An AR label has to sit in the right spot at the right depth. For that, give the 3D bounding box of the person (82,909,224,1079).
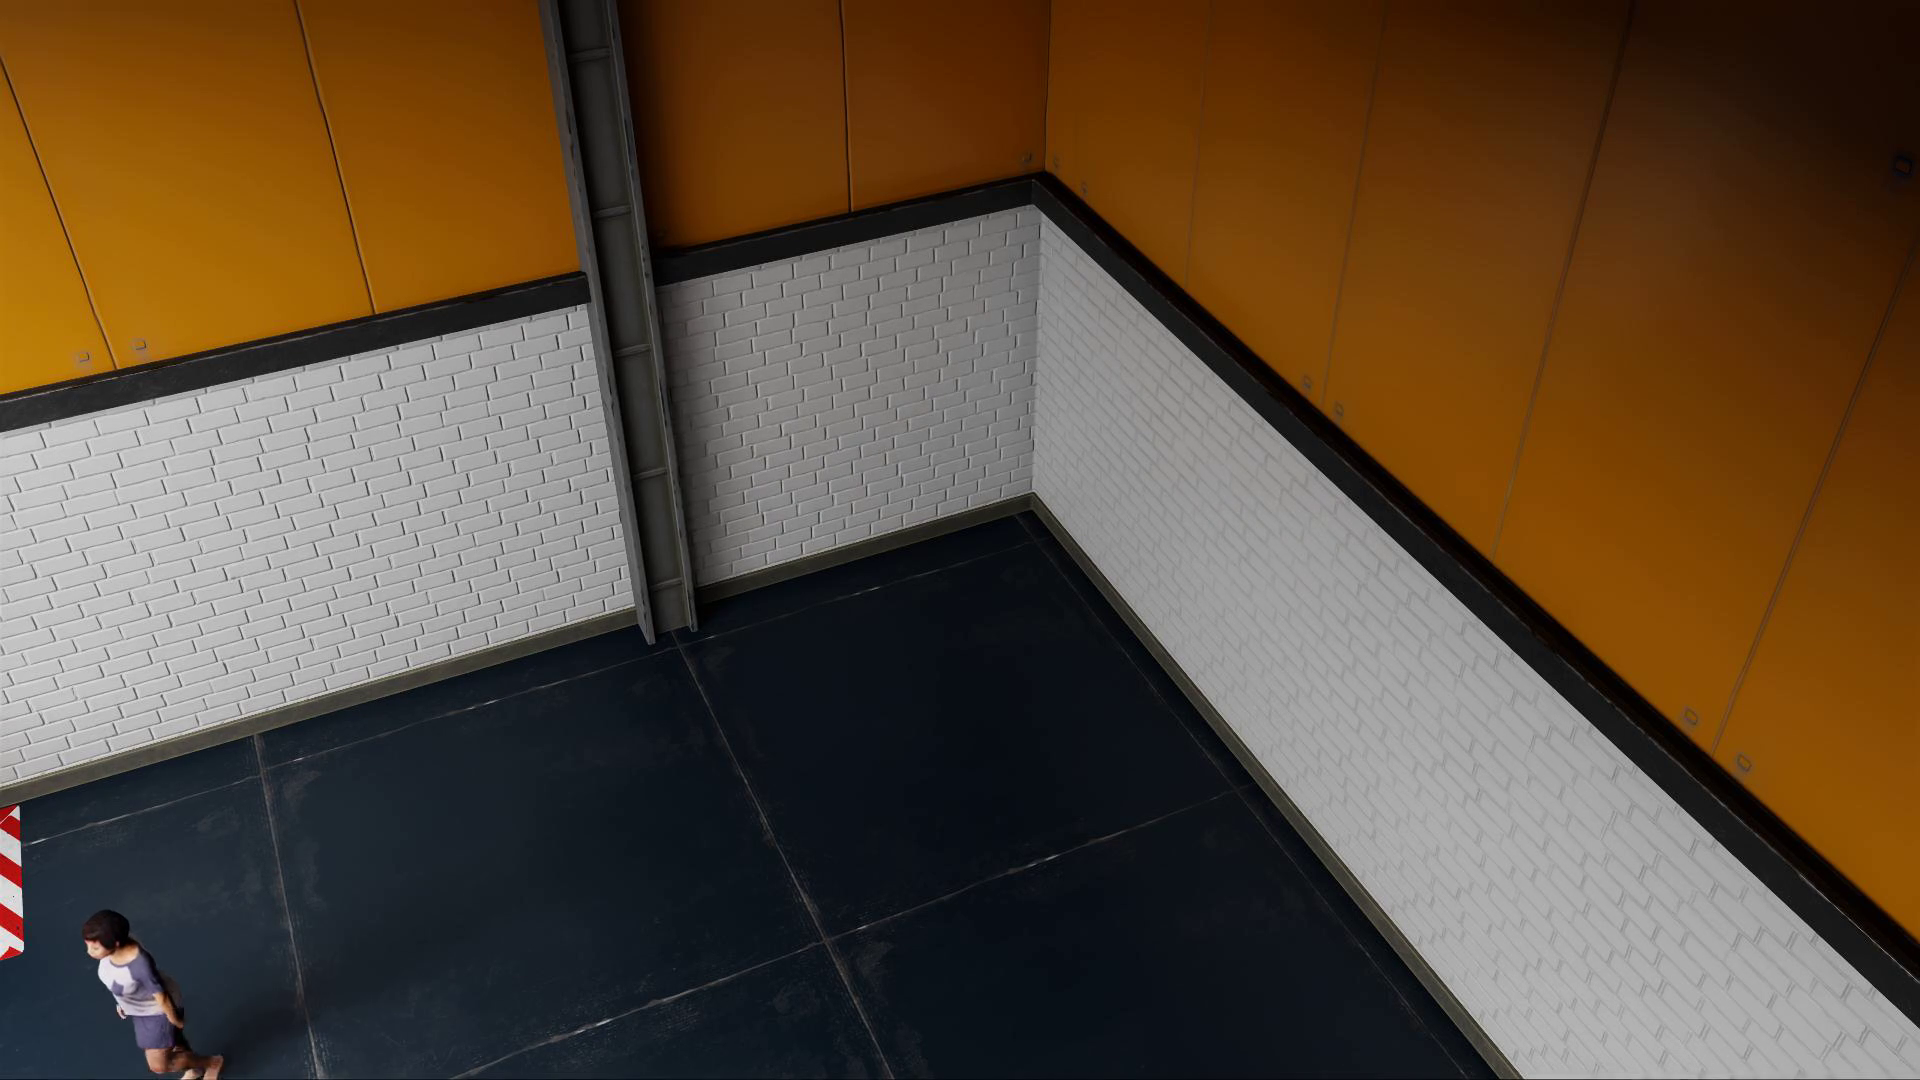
[{"bbox_3d":[-4.355,2.491,9.102,0.653,1.552,0.681,30,47,32],"label":"person"}]
